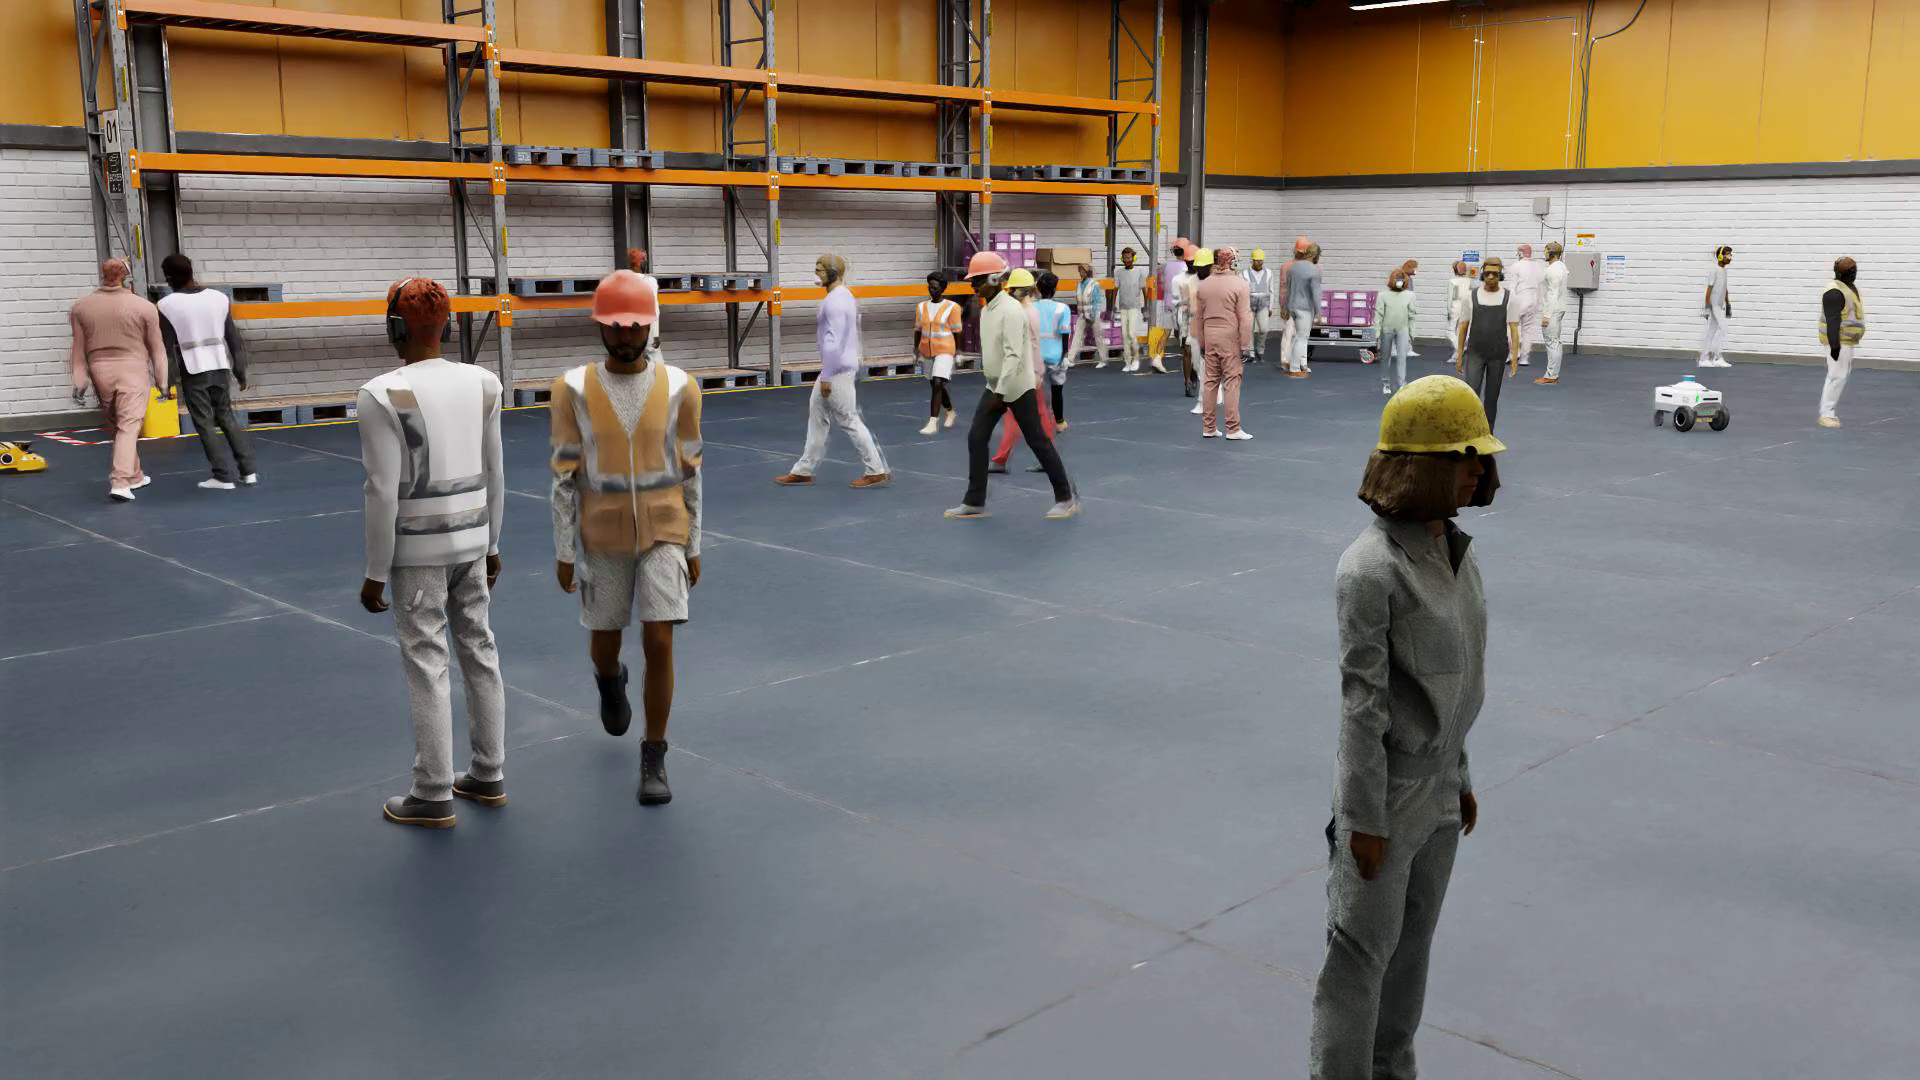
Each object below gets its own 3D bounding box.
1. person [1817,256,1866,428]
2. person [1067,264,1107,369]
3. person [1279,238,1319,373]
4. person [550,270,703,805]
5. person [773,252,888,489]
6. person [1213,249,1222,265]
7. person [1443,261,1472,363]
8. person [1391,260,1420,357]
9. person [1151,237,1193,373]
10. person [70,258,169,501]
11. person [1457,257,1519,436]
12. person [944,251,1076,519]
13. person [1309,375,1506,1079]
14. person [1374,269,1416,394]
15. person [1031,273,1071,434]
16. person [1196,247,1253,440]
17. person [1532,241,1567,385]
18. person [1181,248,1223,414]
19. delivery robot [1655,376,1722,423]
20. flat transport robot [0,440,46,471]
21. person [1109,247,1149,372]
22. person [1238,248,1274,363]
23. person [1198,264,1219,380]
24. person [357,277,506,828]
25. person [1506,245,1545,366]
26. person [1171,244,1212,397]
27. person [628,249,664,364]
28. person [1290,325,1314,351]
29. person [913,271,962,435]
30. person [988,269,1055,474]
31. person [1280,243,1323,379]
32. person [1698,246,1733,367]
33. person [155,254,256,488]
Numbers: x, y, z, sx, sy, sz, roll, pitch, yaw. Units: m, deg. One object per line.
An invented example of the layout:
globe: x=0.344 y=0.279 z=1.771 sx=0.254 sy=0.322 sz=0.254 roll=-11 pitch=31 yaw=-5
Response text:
person: x=9.355 y=-2.096 z=17.655 sx=0.456 sy=1.806 sz=0.764 roll=9 pitch=14 yaw=40
person: x=1.919 y=-3.382 z=25.222 sx=0.887 sy=1.587 sz=0.534 roll=-10 pitch=14 yaw=-43
person: x=4.999 y=-3.447 z=24.498 sx=0.612 sy=1.982 sz=0.407 roll=-2 pitch=11 yaw=-10
person: x=-1.218 y=-0.037 z=6.127 sx=0.546 sy=1.910 sz=0.770 roll=-2 pitch=11 yaw=-13
person: x=-1.015 y=-1.343 z=13.287 sx=0.932 sy=1.898 sz=0.646 roll=-1 pitch=10 yaw=-3
person: x=4.192 y=-3.836 z=27.102 sx=0.624 sy=1.814 sz=0.873 roll=2 pitch=11 yaw=10
person: x=7.884 y=-3.589 z=26.246 sx=0.518 sy=1.627 sz=0.435 roll=-5 pitch=12 yaw=-25
person: x=7.490 y=-3.850 z=27.689 sx=0.679 sy=1.603 sz=0.518 roll=5 pitch=12 yaw=27
person: x=3.167 y=-3.443 z=24.479 sx=0.597 sy=2.004 sz=1.026 roll=9 pitch=13 yaw=39
person: x=-6.488 y=-1.245 z=12.883 sx=0.652 sy=1.853 sz=1.024 roll=-1 pitch=10 yaw=-3
person: x=4.787 y=-1.639 z=15.072 sx=0.532 sy=1.818 sz=0.751 roll=3 pitch=11 yaw=16
person: x=0.404 y=-1.095 z=11.873 sx=0.945 sy=1.926 sz=0.637 roll=-6 pitch=12 yaw=-28
person: x=0.948 y=0.528 z=3.472 sx=0.297 sy=1.745 sz=0.484 roll=9 pitch=14 yaw=40
person: x=5.492 y=-2.607 z=20.969 sx=0.523 sy=1.584 sz=0.834 roll=1 pitch=10 yaw=4
person: x=0.862 y=-1.852 z=16.702 sx=0.549 sy=1.646 sz=0.865 roll=4 pitch=11 yaw=20
person: x=2.647 y=-1.947 z=16.525 sx=0.400 sy=1.910 sz=0.643 roll=-9 pitch=14 yaw=-40
person: x=8.010 y=-3.062 z=22.520 sx=0.373 sy=1.941 sz=0.627 roll=6 pitch=12 yaw=29
person: x=2.863 y=-2.404 z=19.084 sx=0.616 sy=1.887 sz=0.784 roll=7 pitch=13 yaw=35
delivery robot: x=7.614 y=-1.477 z=17.394 sx=0.477 sy=0.478 sz=0.707 roll=-3 pitch=11 yaw=-14
flat transport robot: x=-8.591 y=-0.673 z=14.043 sx=1.431 sy=0.197 sz=0.652 roll=-8 pitch=13 yaw=-37
person: x=2.511 y=-3.407 z=24.649 sx=0.507 sy=1.844 sz=0.477 roll=6 pitch=12 yaw=28
person: x=4.664 y=-3.688 z=26.265 sx=0.616 sy=1.811 sz=0.456 roll=-1 pitch=10 yaw=-3
person: x=3.520 y=-3.017 z=23.144 sx=0.498 sy=1.618 sz=0.374 roll=0 pitch=10 yaw=1
person: x=-1.808 y=0.048 z=5.718 sx=0.356 sy=1.883 sz=0.573 roll=6 pitch=12 yaw=31
person: x=8.756 y=-3.641 z=25.856 sx=0.674 sy=1.872 sz=0.465 roll=-3 pitch=11 yaw=-18
person: x=2.943 y=-2.785 z=21.093 sx=0.548 sy=1.912 sz=0.782 roll=0 pitch=10 yaw=-2
person: x=-3.595 y=-2.352 z=18.831 sx=0.605 sy=1.867 sz=0.544 roll=5 pitch=11 yaw=24
person: x=5.963 y=-4.151 z=28.785 sx=0.773 sy=1.814 sz=0.658 roll=8 pitch=13 yaw=39
person: x=-0.206 y=-1.942 z=17.163 sx=0.537 sy=1.665 sz=0.836 roll=6 pitch=12 yaw=31
person: x=0.460 y=-1.421 z=14.112 sx=0.822 sy=1.726 sz=0.543 roll=-1 pitch=10 yaw=-5
person: x=4.856 y=-3.215 z=23.449 sx=0.452 sy=1.902 sz=0.665 roll=-4 pitch=11 yaw=-23
person: x=11.672 y=-3.552 z=25.425 sx=0.673 sy=1.848 sz=0.564 roll=9 pitch=14 yaw=42
person: x=-6.010 y=-1.322 z=13.216 sx=0.362 sy=1.871 sz=0.680 roll=7 pitch=13 yaw=35
